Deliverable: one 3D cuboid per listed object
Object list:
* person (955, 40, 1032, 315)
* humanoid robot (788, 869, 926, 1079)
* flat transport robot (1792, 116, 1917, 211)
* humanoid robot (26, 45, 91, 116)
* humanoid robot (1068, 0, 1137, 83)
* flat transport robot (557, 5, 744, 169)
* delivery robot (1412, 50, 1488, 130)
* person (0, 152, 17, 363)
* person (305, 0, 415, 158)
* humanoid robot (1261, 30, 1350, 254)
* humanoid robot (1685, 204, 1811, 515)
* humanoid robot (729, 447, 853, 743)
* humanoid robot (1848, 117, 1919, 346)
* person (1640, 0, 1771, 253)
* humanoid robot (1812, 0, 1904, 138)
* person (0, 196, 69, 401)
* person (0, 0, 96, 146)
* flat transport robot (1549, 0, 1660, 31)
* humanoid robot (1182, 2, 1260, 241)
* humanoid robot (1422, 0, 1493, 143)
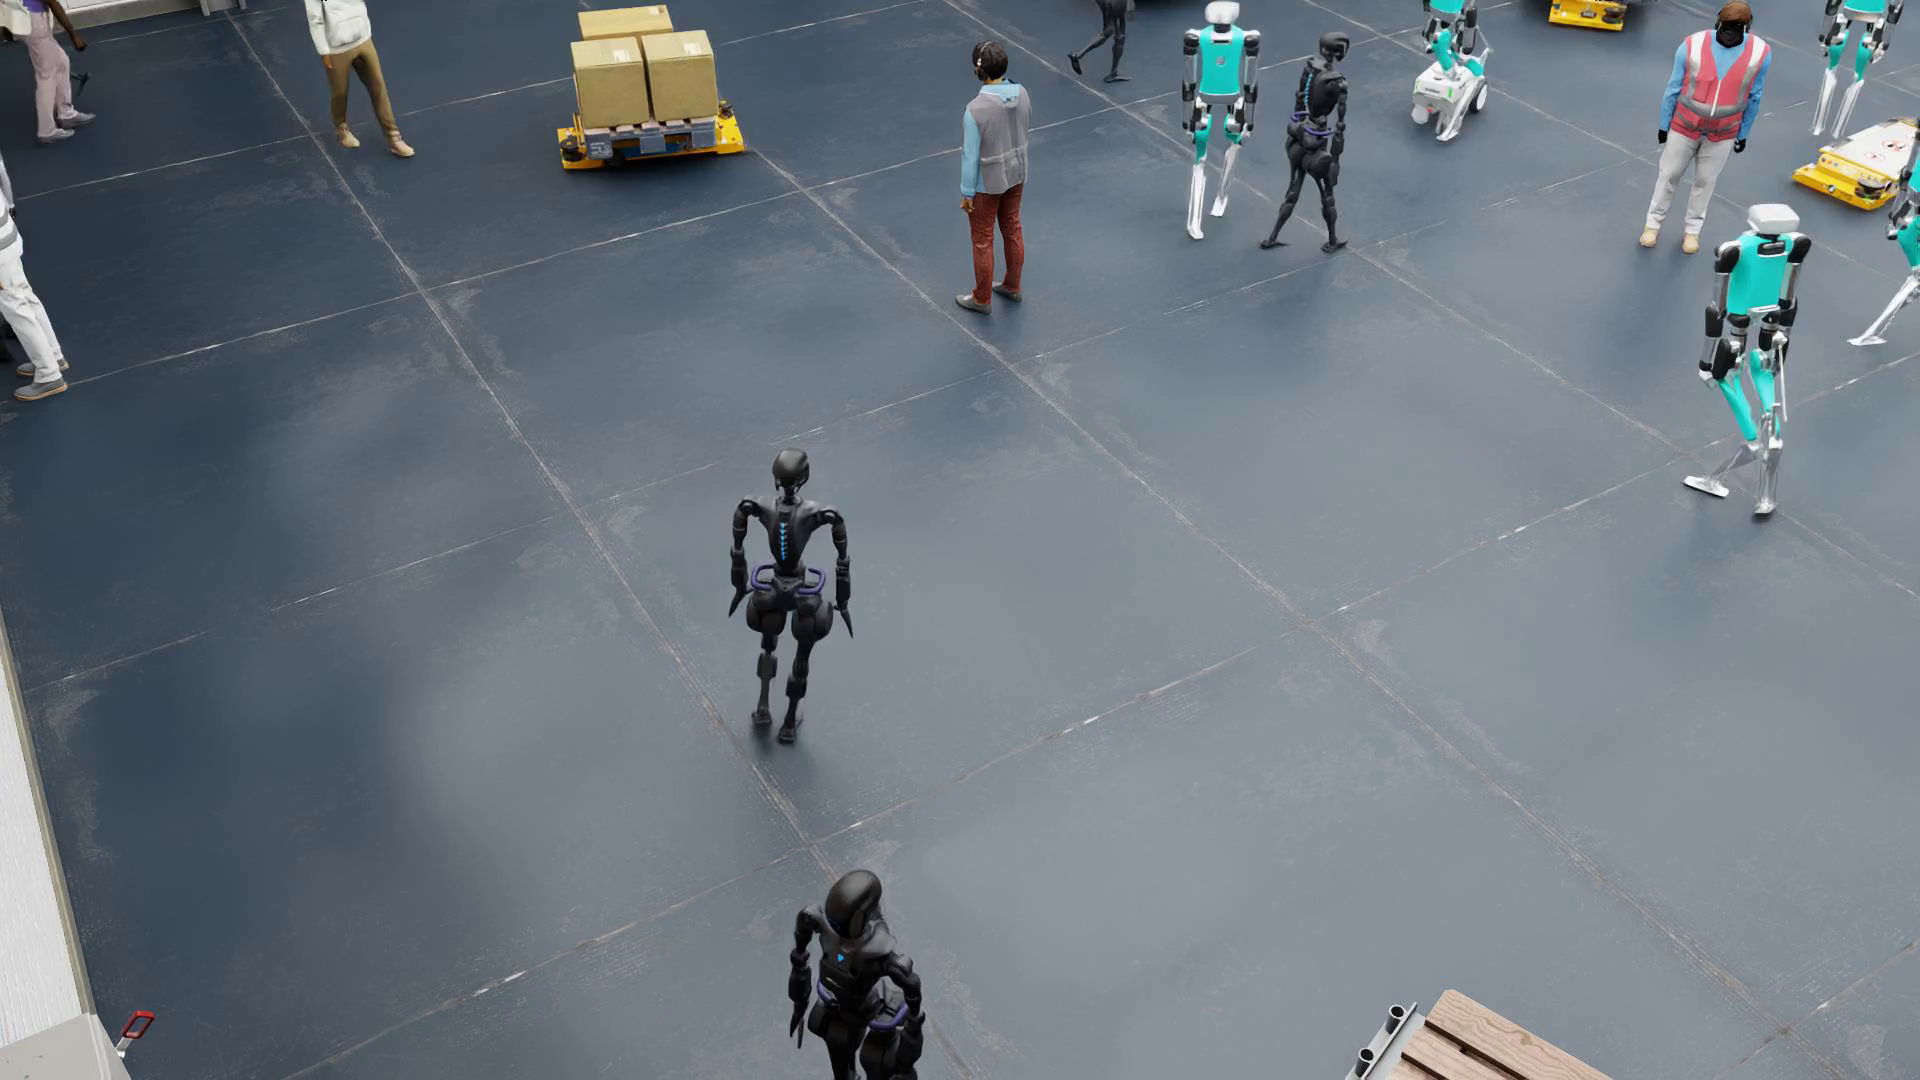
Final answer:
[{"bbox_3d":[0.234,-2.364,10.986,0.534,1.872,0.416,-29,47,-31],"label":"person"},{"bbox_3d":[-0.351,1.724,5.979,0.584,1.644,0.400,20,43,24],"label":"humanoid robot"},{"bbox_3d":[7.255,-2.960,13.026,1.431,0.231,0.659,-23,44,-26],"label":"flat transport robot"},{"bbox_3d":[-7.543,-4.281,13.563,0.439,1.649,0.613,-20,42,-23],"label":"humanoid robot"},{"bbox_3d":[1.239,-4.656,14.039,0.540,1.638,0.609,-14,41,-17],"label":"humanoid robot"},{"bbox_3d":[-2.507,-3.274,13.423,1.431,0.231,0.659,-9,39,-11],"label":"flat transport robot"},{"bbox_3d":[4.054,-3.783,13.814,0.506,0.568,0.732,23,44,27],"label":"delivery robot"},{"bbox_3d":[-6.289,-2.079,10.605,0.549,1.894,0.459,-31,48,-33],"label":"person"},{"bbox_3d":[-4.786,-3.847,12.962,0.783,1.735,0.541,28,46,31],"label":"person"},{"bbox_3d":[2.510,-2.814,11.738,0.603,1.642,0.590,-15,41,-18],"label":"humanoid robot"},{"bbox_3d":[4.477,-0.903,9.258,0.597,1.778,0.866,-7,39,-9],"label":"humanoid robot"},{"bbox_3d":[-0.808,0.280,7.808,0.607,1.641,0.340,4,39,4],"label":"humanoid robot"},{"bbox_3d":[6.432,-2.031,10.689,0.935,1.774,0.544,-9,39,-11],"label":"humanoid robot"},{"bbox_3d":[5.224,-2.893,11.688,0.628,1.836,0.432,12,40,15],"label":"person"},{"bbox_3d":[7.089,-3.997,13.196,0.552,1.840,0.704,18,42,21],"label":"humanoid robot"},{"bbox_3d":[-5.932,-1.748,10.206,0.349,1.878,0.577,-14,41,-17],"label":"person"},{"bbox_3d":[-7.273,-4.032,13.150,0.596,1.792,0.646,25,45,28],"label":"person"},{"bbox_3d":[6.031,-5.231,15.892,0.659,0.231,1.431,13,40,15],"label":"flat transport robot"},{"bbox_3d":[1.864,-3.106,12.054,0.567,1.777,0.879,6,39,8],"label":"humanoid robot"},{"bbox_3d":[3.961,-3.952,13.165,0.736,1.864,0.556,-20,43,-24],"label":"humanoid robot"}]
